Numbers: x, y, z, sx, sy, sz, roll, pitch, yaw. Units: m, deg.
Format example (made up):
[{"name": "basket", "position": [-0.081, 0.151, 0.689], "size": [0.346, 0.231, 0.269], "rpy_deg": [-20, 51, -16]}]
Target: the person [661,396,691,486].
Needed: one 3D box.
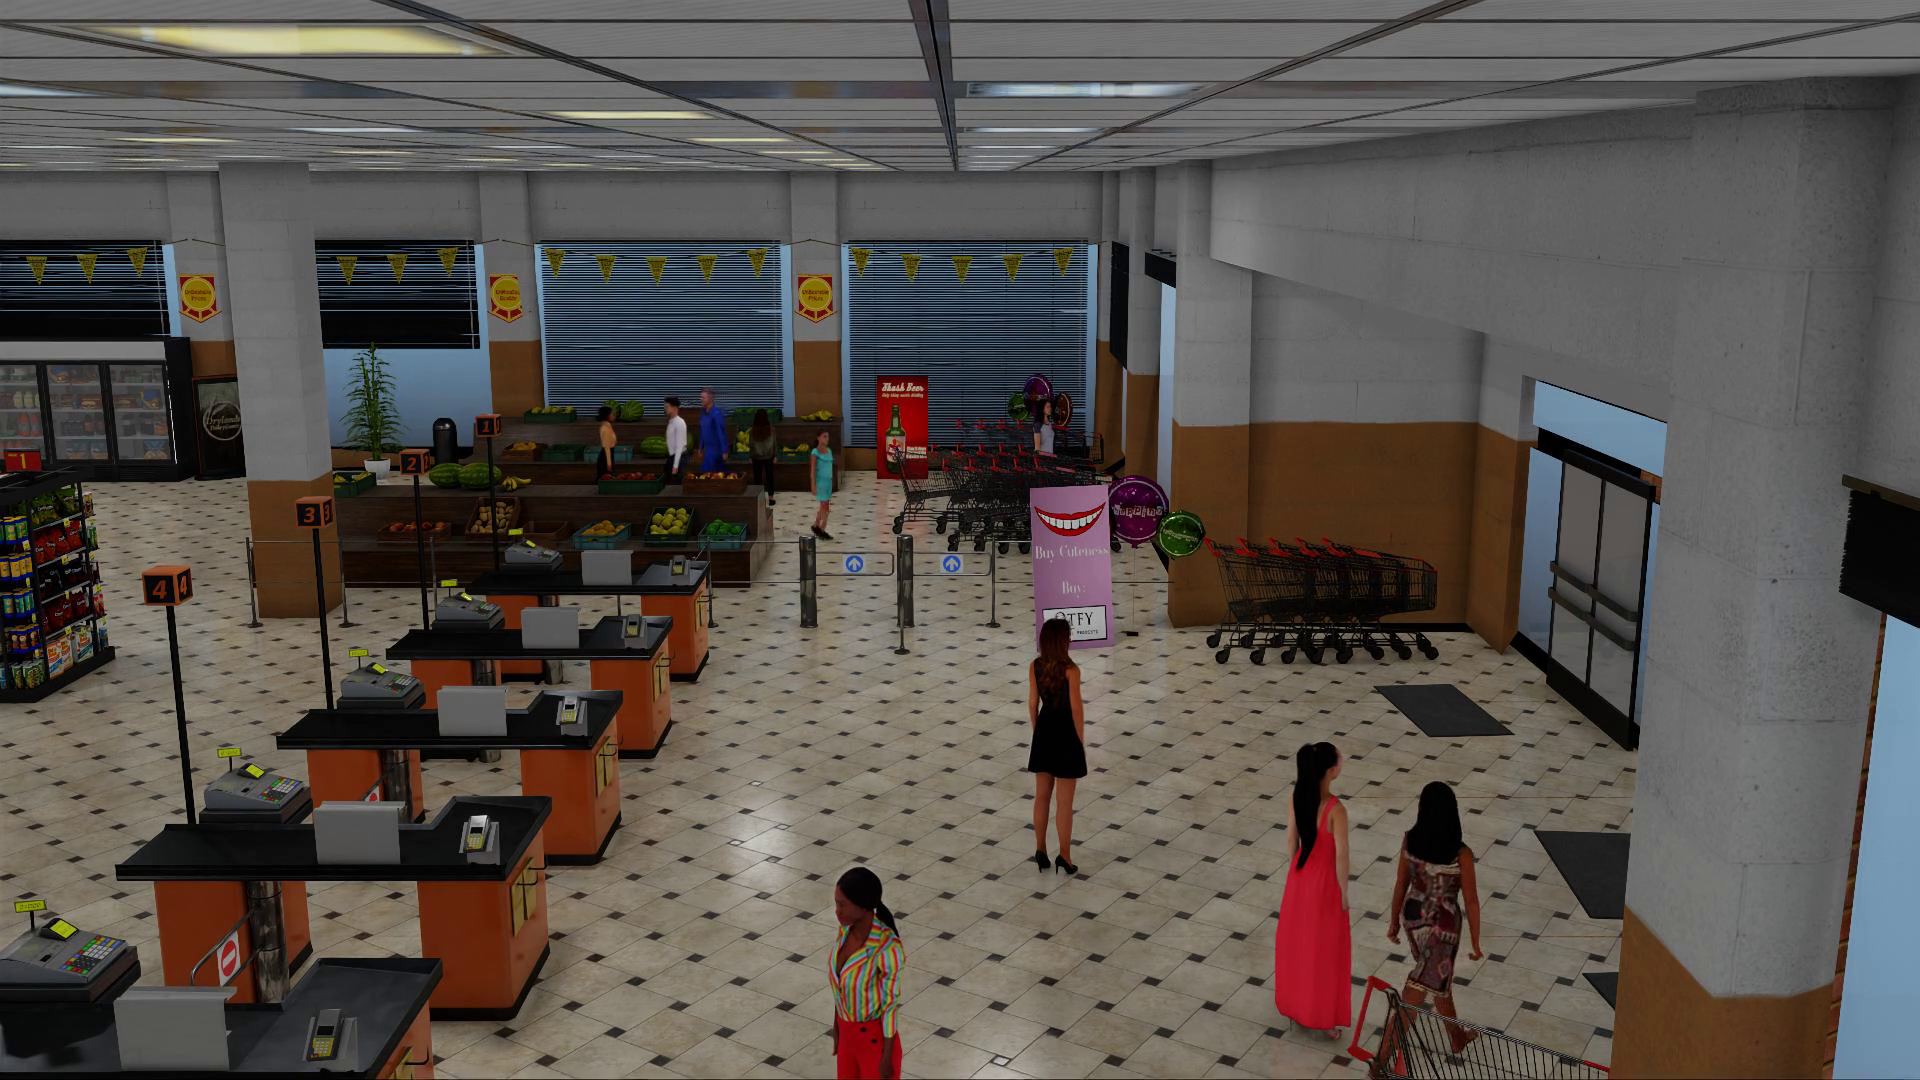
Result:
[{"name": "person", "position": [-3.918, -1.134, 23.652], "size": [0.773, 1.856, 0.758], "rpy_deg": [-4, 13, -20]}]

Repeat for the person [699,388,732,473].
[{"name": "person", "position": [-3.593, -1.358, 24.900], "size": [1.301, 1.781, 1.045], "rpy_deg": [-6, 13, -27]}]

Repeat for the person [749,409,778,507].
[{"name": "person", "position": [-2.980, -1.257, 25.163], "size": [0.505, 1.475, 0.677], "rpy_deg": [-2, 12, -10]}]

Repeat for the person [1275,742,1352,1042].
[{"name": "person", "position": [1.988, 1.954, 9.303], "size": [0.746, 1.727, 0.713], "rpy_deg": [-8, 14, -34]}]

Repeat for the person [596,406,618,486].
[{"name": "person", "position": [-5.123, -1.113, 24.064], "size": [0.634, 1.647, 0.628], "rpy_deg": [-3, 12, -15]}]

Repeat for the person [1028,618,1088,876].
[{"name": "person", "position": [0.661, 1.430, 11.531], "size": [0.637, 1.834, 0.731], "rpy_deg": [8, 14, 34]}]

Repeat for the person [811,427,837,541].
[{"name": "person", "position": [-1.927, -0.770, 22.654], "size": [0.720, 1.556, 0.670], "rpy_deg": [9, 15, 36]}]

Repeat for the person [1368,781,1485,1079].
[{"name": "person", "position": [2.445, 2.124, 8.818], "size": [1.186, 1.593, 1.072], "rpy_deg": [-9, 15, -38]}]

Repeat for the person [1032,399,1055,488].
[{"name": "person", "position": [1.224, -1.234, 24.493], "size": [0.673, 1.706, 0.673], "rpy_deg": [6, 13, 26]}]

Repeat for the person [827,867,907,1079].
[{"name": "person", "position": [-0.401, 2.309, 7.460], "size": [0.725, 1.792, 0.673], "rpy_deg": [-11, 16, -41]}]
